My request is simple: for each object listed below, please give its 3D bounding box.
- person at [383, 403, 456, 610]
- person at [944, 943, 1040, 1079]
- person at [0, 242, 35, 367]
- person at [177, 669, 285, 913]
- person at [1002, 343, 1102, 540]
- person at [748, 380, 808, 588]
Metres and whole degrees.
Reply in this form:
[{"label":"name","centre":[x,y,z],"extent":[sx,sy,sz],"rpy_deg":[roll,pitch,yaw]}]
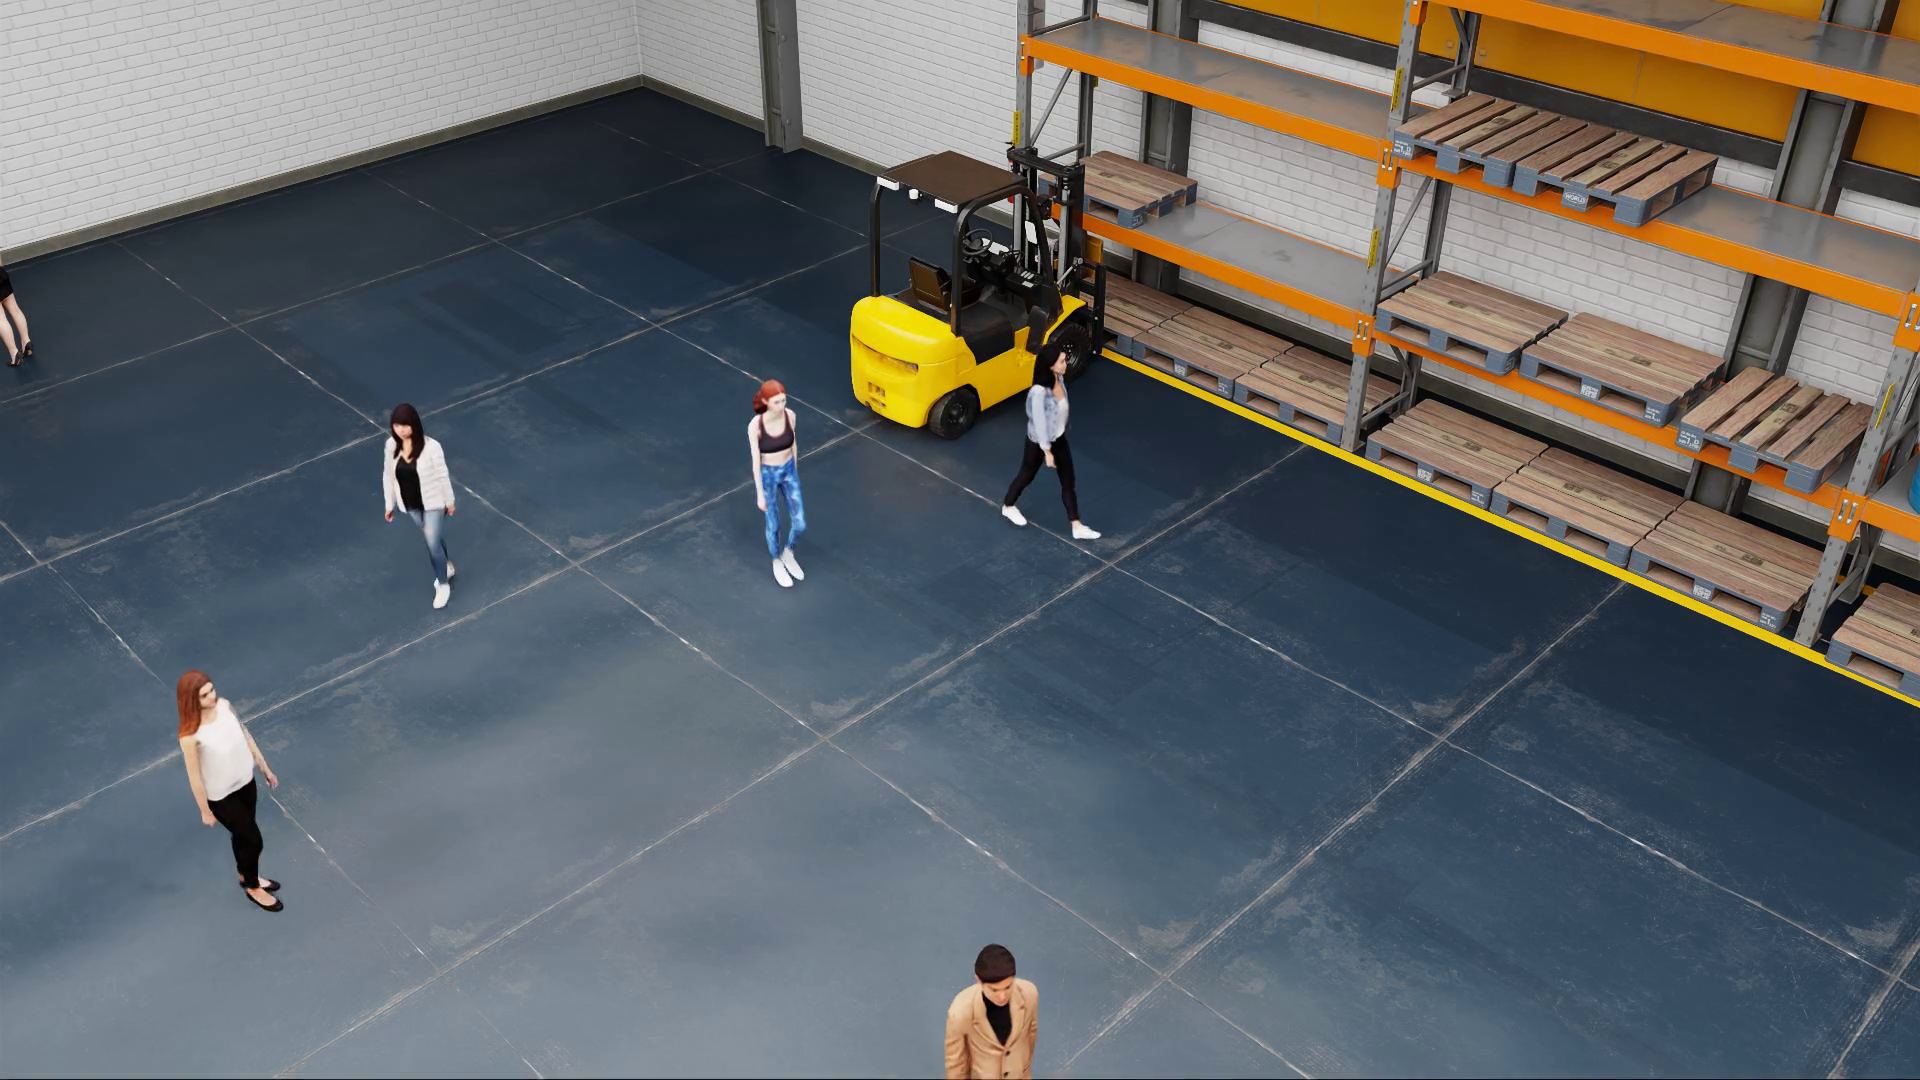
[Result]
[{"label":"person","centre":[-4.013,-0.342,12.532],"extent":[0.847,1.617,0.887],"rpy_deg":[7,34,11]},{"label":"person","centre":[0.132,2.539,8.117],"extent":[0.927,1.705,1.063],"rpy_deg":[-8,35,-12]},{"label":"person","centre":[-9.093,-2.448,15.628],"extent":[0.713,1.697,0.684],"rpy_deg":[6,34,9]},{"label":"person","centre":[-4.363,1.445,9.758],"extent":[0.767,1.711,0.719],"rpy_deg":[6,34,9]},{"label":"person","centre":[0.600,-0.767,13.127],"extent":[1.168,1.666,0.763],"rpy_deg":[19,38,27]},{"label":"person","centre":[-1.424,-0.455,12.559],"extent":[0.642,1.775,0.706],"rpy_deg":[-17,37,-24]}]
